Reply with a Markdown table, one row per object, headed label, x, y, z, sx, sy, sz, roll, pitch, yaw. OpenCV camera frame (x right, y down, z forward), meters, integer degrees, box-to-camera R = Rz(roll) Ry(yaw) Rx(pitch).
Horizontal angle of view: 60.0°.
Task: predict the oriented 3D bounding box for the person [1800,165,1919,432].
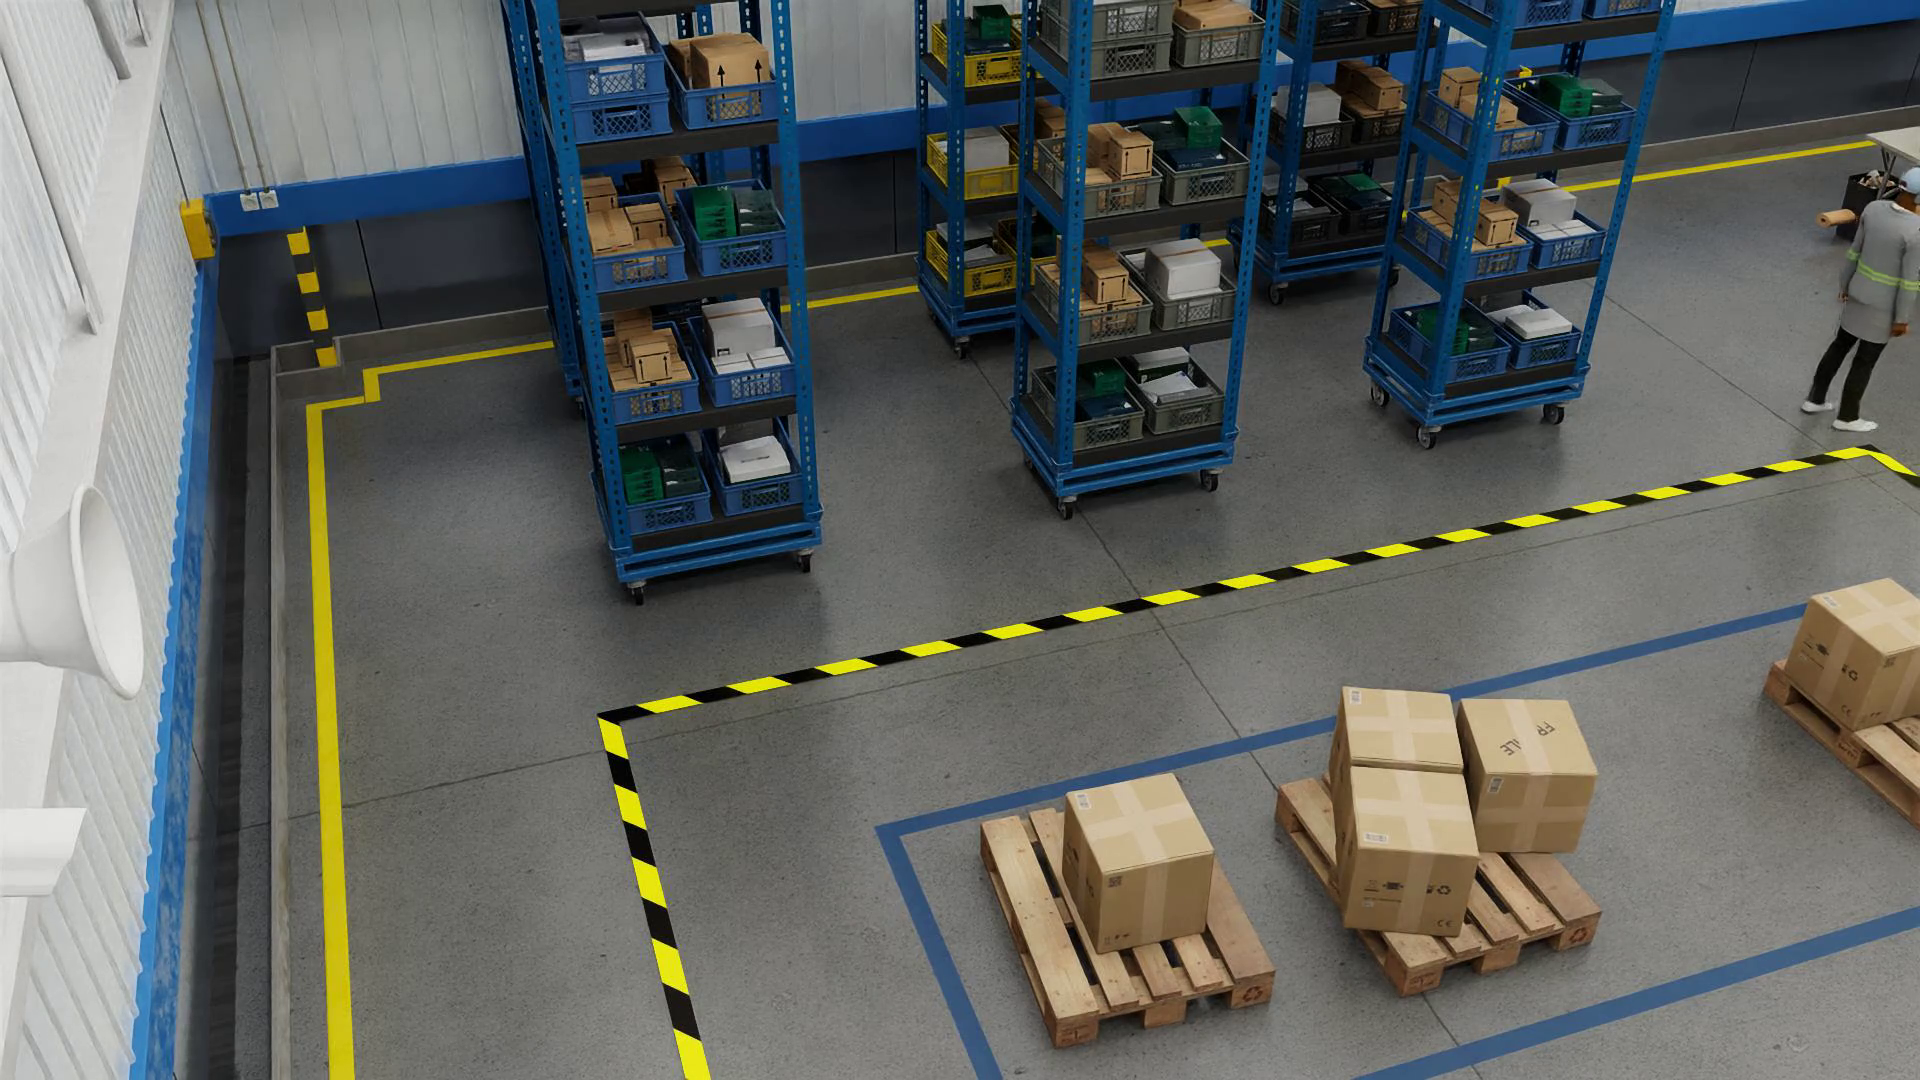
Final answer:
| label | x | y | z | sx | sy | sz | roll | pitch | yaw |
| --- | --- | --- | --- | --- | --- | --- | --- | --- | --- |
| person | 6.009 | -1.566 | 10.927 | 0.479 | 1.858 | 0.609 | -8 | 36 | -11 |
